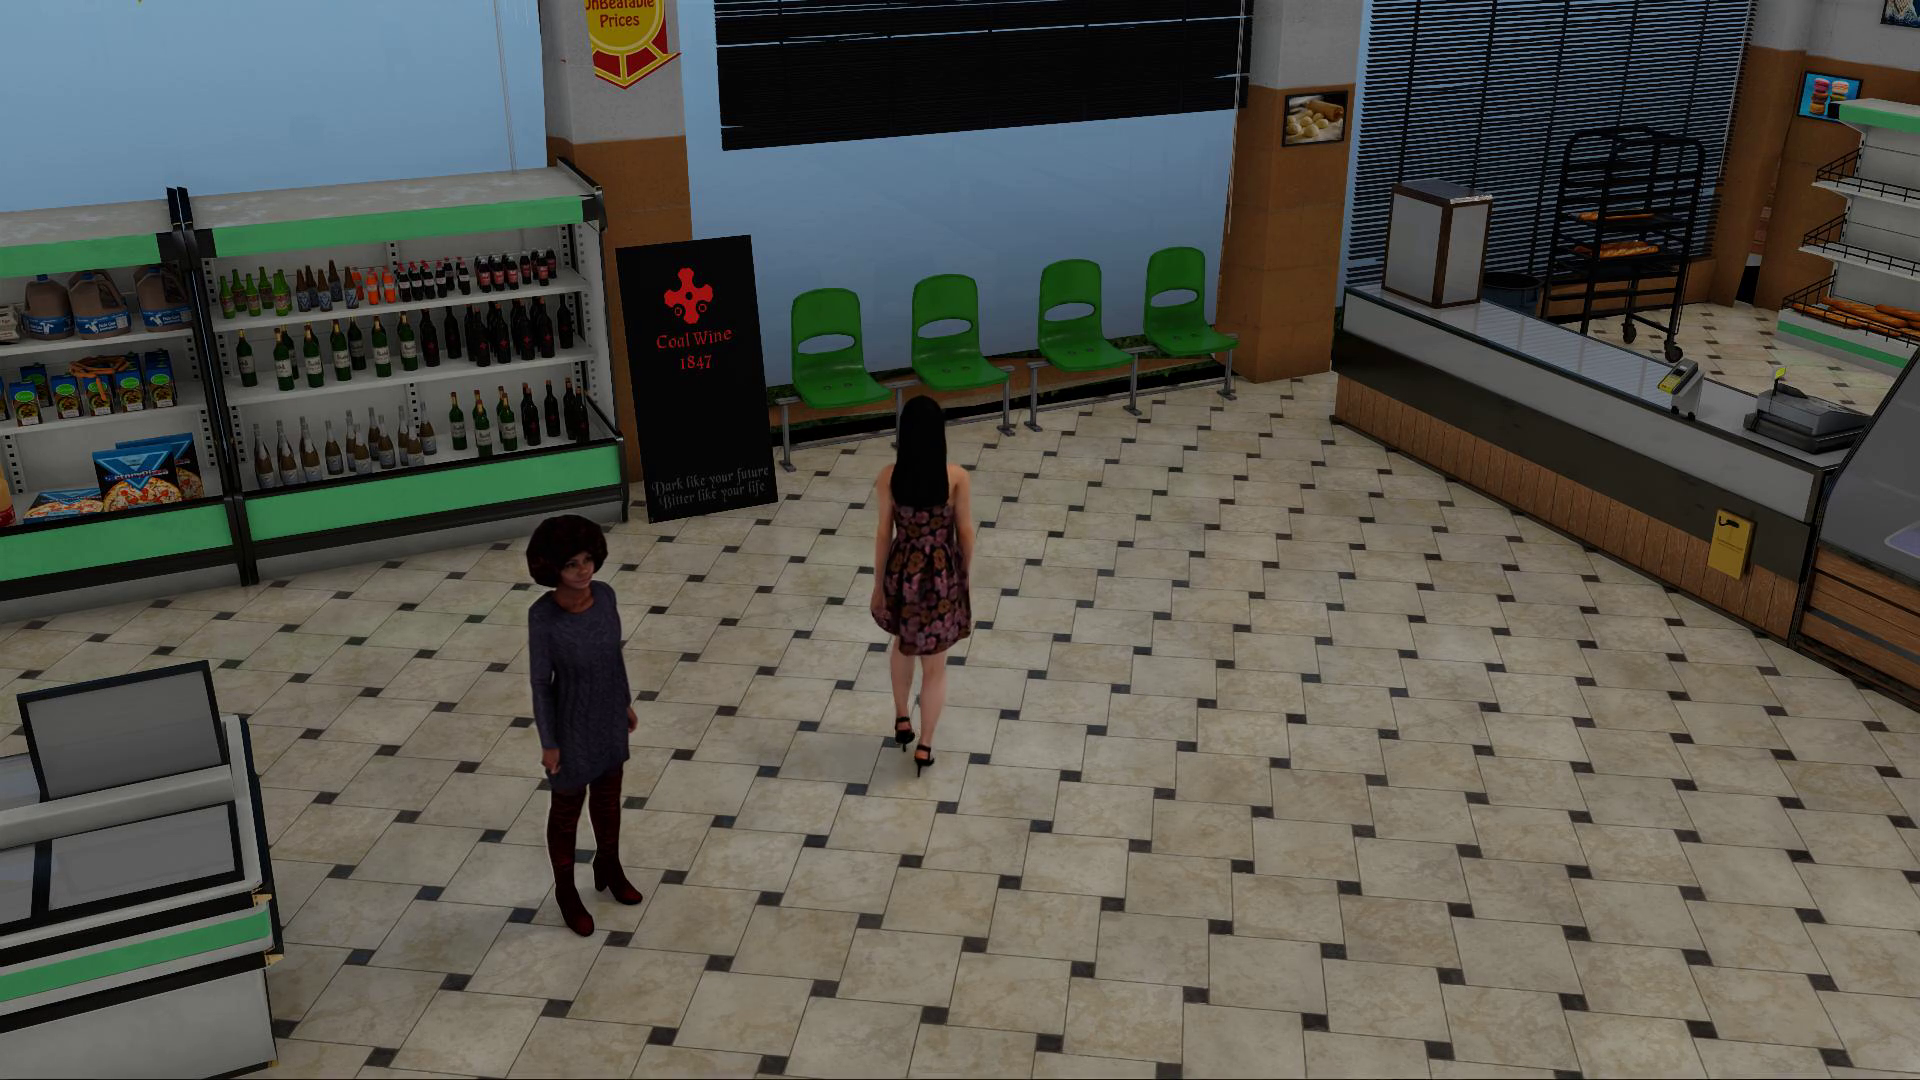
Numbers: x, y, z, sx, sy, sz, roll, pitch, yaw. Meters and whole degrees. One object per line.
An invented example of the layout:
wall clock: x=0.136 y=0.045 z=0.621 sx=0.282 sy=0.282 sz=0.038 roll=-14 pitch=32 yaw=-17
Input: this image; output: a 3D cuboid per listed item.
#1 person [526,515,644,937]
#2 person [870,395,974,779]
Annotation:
person: x=-1.444 y=0.703 z=6.385 sx=0.725 sy=1.710 sz=0.593 roll=18 pitch=29 yaw=35
person: x=-0.155 y=0.224 z=7.414 sx=0.792 sy=1.762 sz=0.848 roll=2 pitch=24 yaw=5
